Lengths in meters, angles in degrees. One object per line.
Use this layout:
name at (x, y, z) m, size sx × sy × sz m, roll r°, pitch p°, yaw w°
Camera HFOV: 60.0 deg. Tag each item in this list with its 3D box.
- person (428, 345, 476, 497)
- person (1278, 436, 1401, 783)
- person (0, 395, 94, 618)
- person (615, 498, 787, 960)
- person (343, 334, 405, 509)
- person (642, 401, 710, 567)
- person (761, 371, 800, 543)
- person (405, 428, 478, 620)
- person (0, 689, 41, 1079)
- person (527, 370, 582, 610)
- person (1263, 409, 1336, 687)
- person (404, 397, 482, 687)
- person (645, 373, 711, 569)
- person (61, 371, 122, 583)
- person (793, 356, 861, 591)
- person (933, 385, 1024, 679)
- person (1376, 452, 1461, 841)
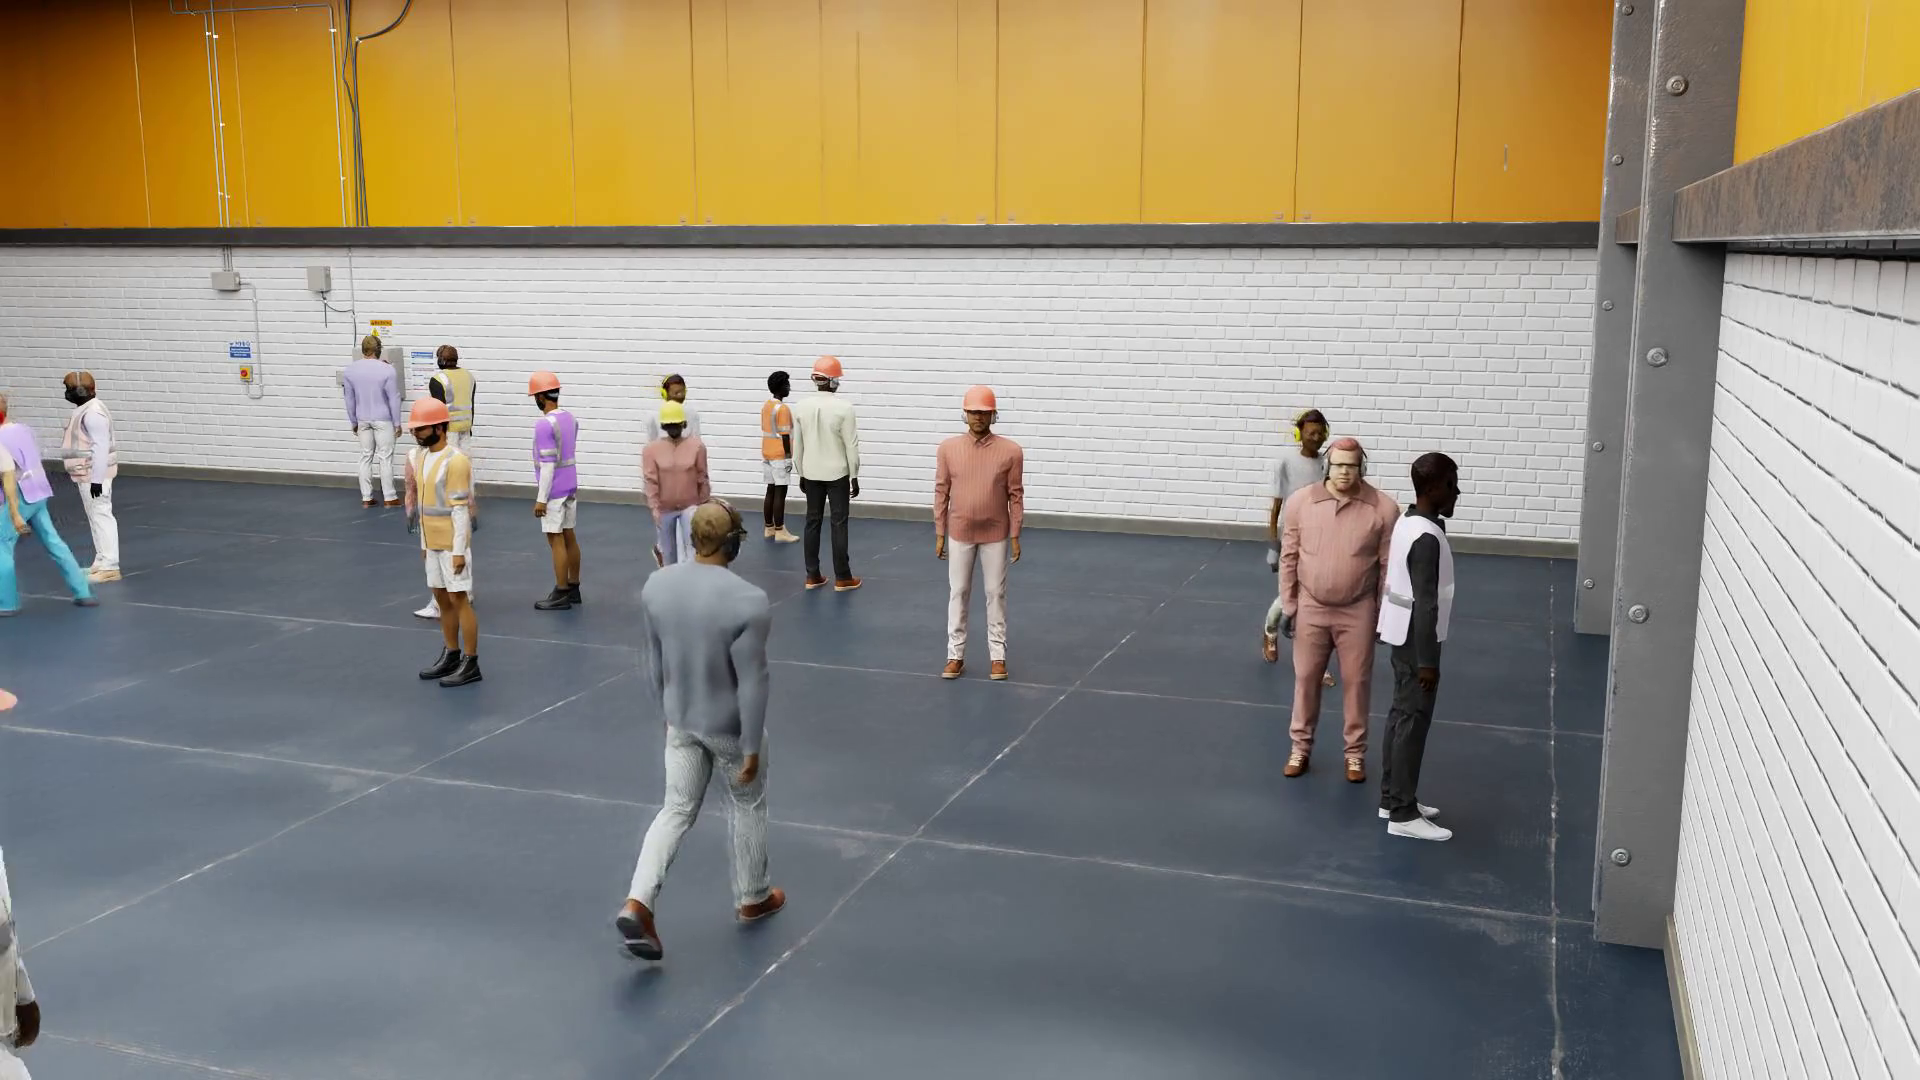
person at (-5.562, -1.206, 18.170) m, size 0.429 × 1.845 × 0.621 m, roll 5°, pitch 11°, yaw 25°
person at (2.059, 0.380, 9.085) m, size 0.646 × 1.905 × 0.400 m, roll 3°, pitch 11°, yaw 19°
person at (-7.361, -0.282, 13.163) m, size 0.780 × 1.791 × 0.629 m, roll -1°, pitch 10°, yaw -7°
person at (-1.072, 0.772, 6.880) m, size 0.631 × 1.902 × 0.928 m, roll 4°, pitch 11°, yaw 22°
person at (-6.489, -1.308, 18.473) m, size 0.636 × 1.939 × 0.363 m, roll 2°, pitch 10°, yaw 10°
person at (-2.191, -0.221, 12.966) m, size 0.521 × 1.718 × 0.925 m, roll -3°, pitch 10°, yaw -15°
person at (-1.785, -0.822, 16.415) m, size 0.317 × 1.695 × 0.540 m, roll -5°, pitch 11°, yaw -27°
person at (-4.074, -0.174, 13.042) m, size 0.538 × 1.596 × 0.862 m, roll 4°, pitch 11°, yaw 21°
person at (-2.542, 1.204, 4.201) m, size 1.032 × 1.994 × 0.623 m, roll -3°, pitch 11°, yaw -18°
person at (-3.275, -0.397, 13.373) m, size 0.374 × 1.928 × 0.542 m, roll 2°, pitch 10°, yaw 11°
person at (2.338, 0.018, 11.310) m, size 0.538 × 1.837 × 0.840 m, roll -2°, pitch 10°, yaw -10°
person at (-3.459, 0.013, 11.072) m, size 0.543 × 1.931 × 0.383 m, roll 10°, pitch 14°, yaw 43°
person at (-2.516, -0.564, 14.616) m, size 0.529 × 1.833 × 0.940 m, roll -7°, pitch 12°, yaw -36°
person at (-7.572, -0.551, 14.488) m, size 0.429 × 1.839 × 0.633 m, roll -7°, pitch 12°, yaw -33°
person at (-1.118, -0.561, 14.107) m, size 0.612 × 1.995 × 0.382 m, roll 5°, pitch 11°, yaw 24°
person at (0.123, -0.050, 11.224) m, size 0.612 × 1.997 × 0.375 m, roll 1°, pitch 10°, yaw 5°
person at (2.271, 0.514, 8.270) m, size 0.376 × 1.917 × 0.600 m, roll 1°, pitch 10°, yaw 7°
